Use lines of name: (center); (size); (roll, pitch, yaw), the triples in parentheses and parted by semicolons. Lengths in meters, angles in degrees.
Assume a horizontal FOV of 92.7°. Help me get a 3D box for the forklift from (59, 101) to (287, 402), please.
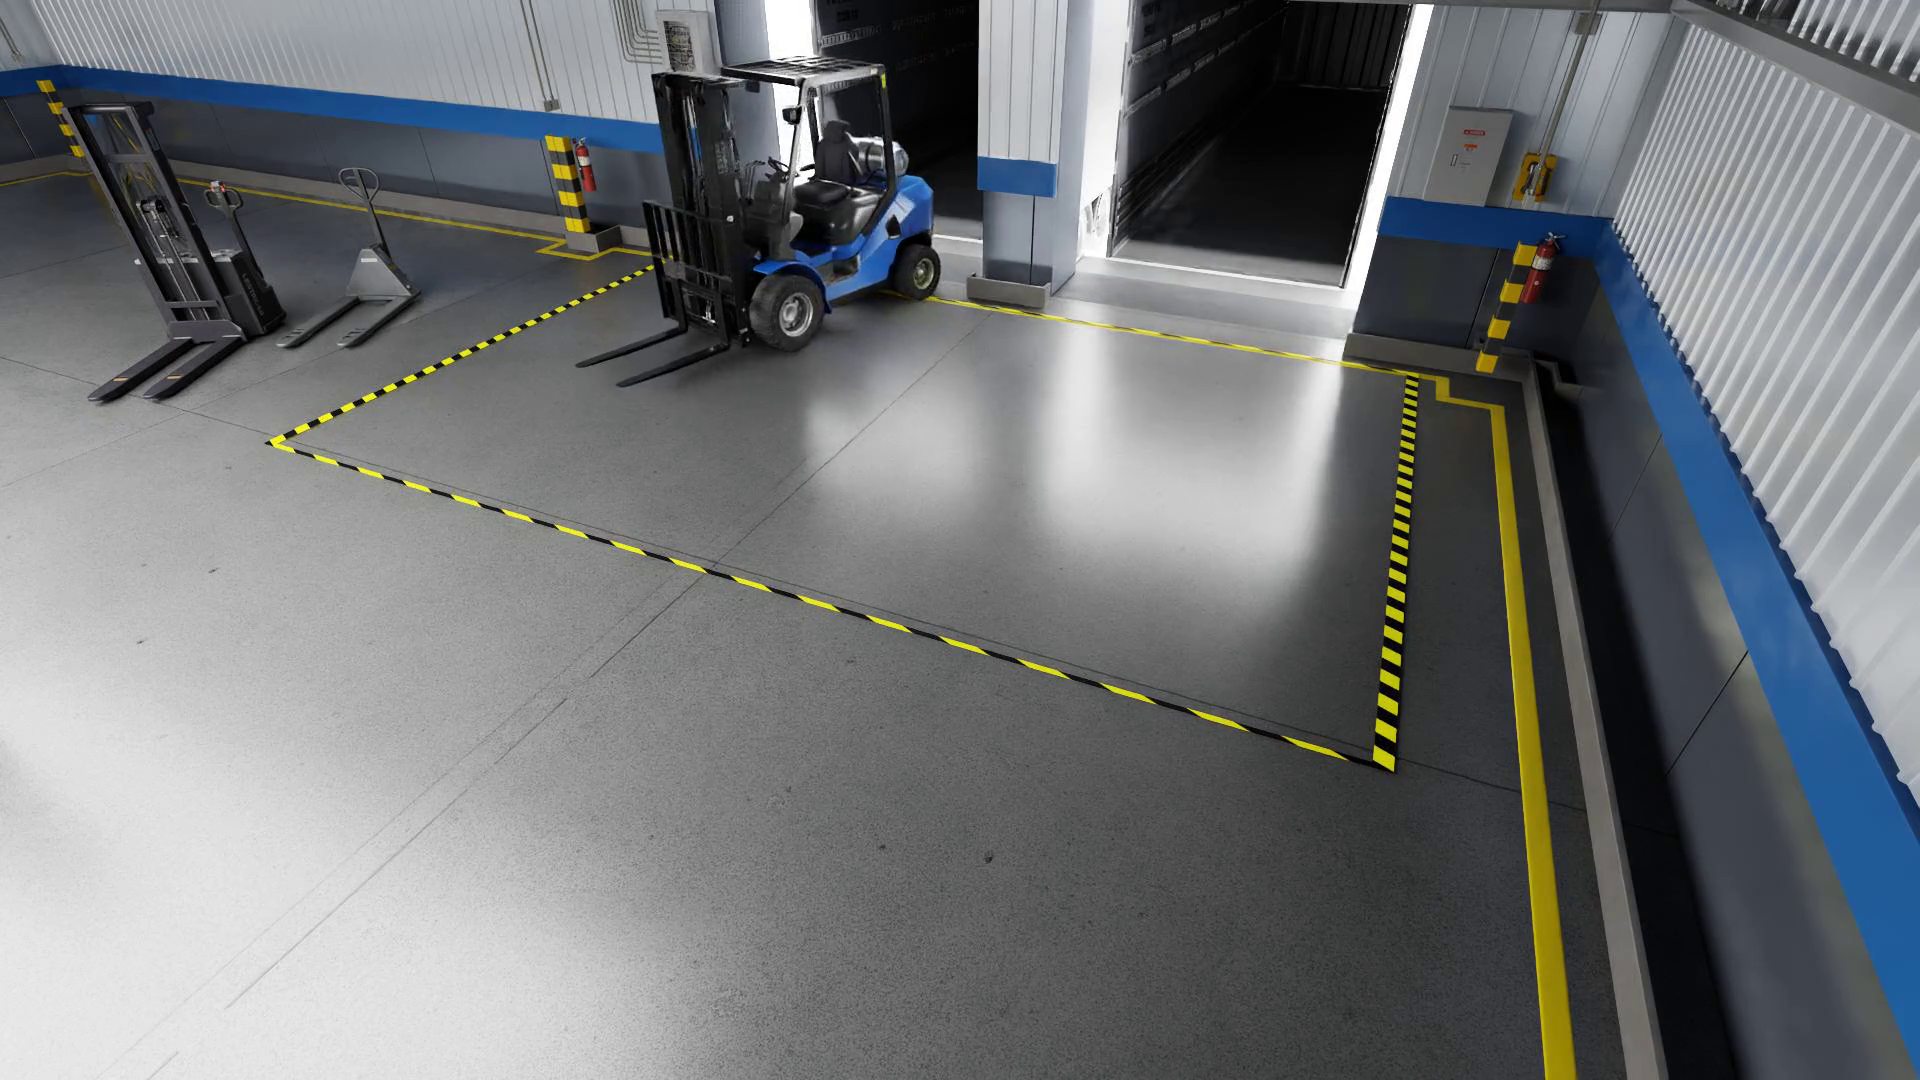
forklift: (-6.686, -2.387, 7.434); (0.823, 1.965, 1.885); (-3, 35, -5)

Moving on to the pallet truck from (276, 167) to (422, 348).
pallet truck: (-5.732, -2.611, 8.414); (0.680, 1.201, 1.601); (-1, 35, -1)

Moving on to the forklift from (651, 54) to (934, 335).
forklift: (-1.410, -3.216, 8.304); (1.157, 2.036, 2.680); (25, 42, 31)
